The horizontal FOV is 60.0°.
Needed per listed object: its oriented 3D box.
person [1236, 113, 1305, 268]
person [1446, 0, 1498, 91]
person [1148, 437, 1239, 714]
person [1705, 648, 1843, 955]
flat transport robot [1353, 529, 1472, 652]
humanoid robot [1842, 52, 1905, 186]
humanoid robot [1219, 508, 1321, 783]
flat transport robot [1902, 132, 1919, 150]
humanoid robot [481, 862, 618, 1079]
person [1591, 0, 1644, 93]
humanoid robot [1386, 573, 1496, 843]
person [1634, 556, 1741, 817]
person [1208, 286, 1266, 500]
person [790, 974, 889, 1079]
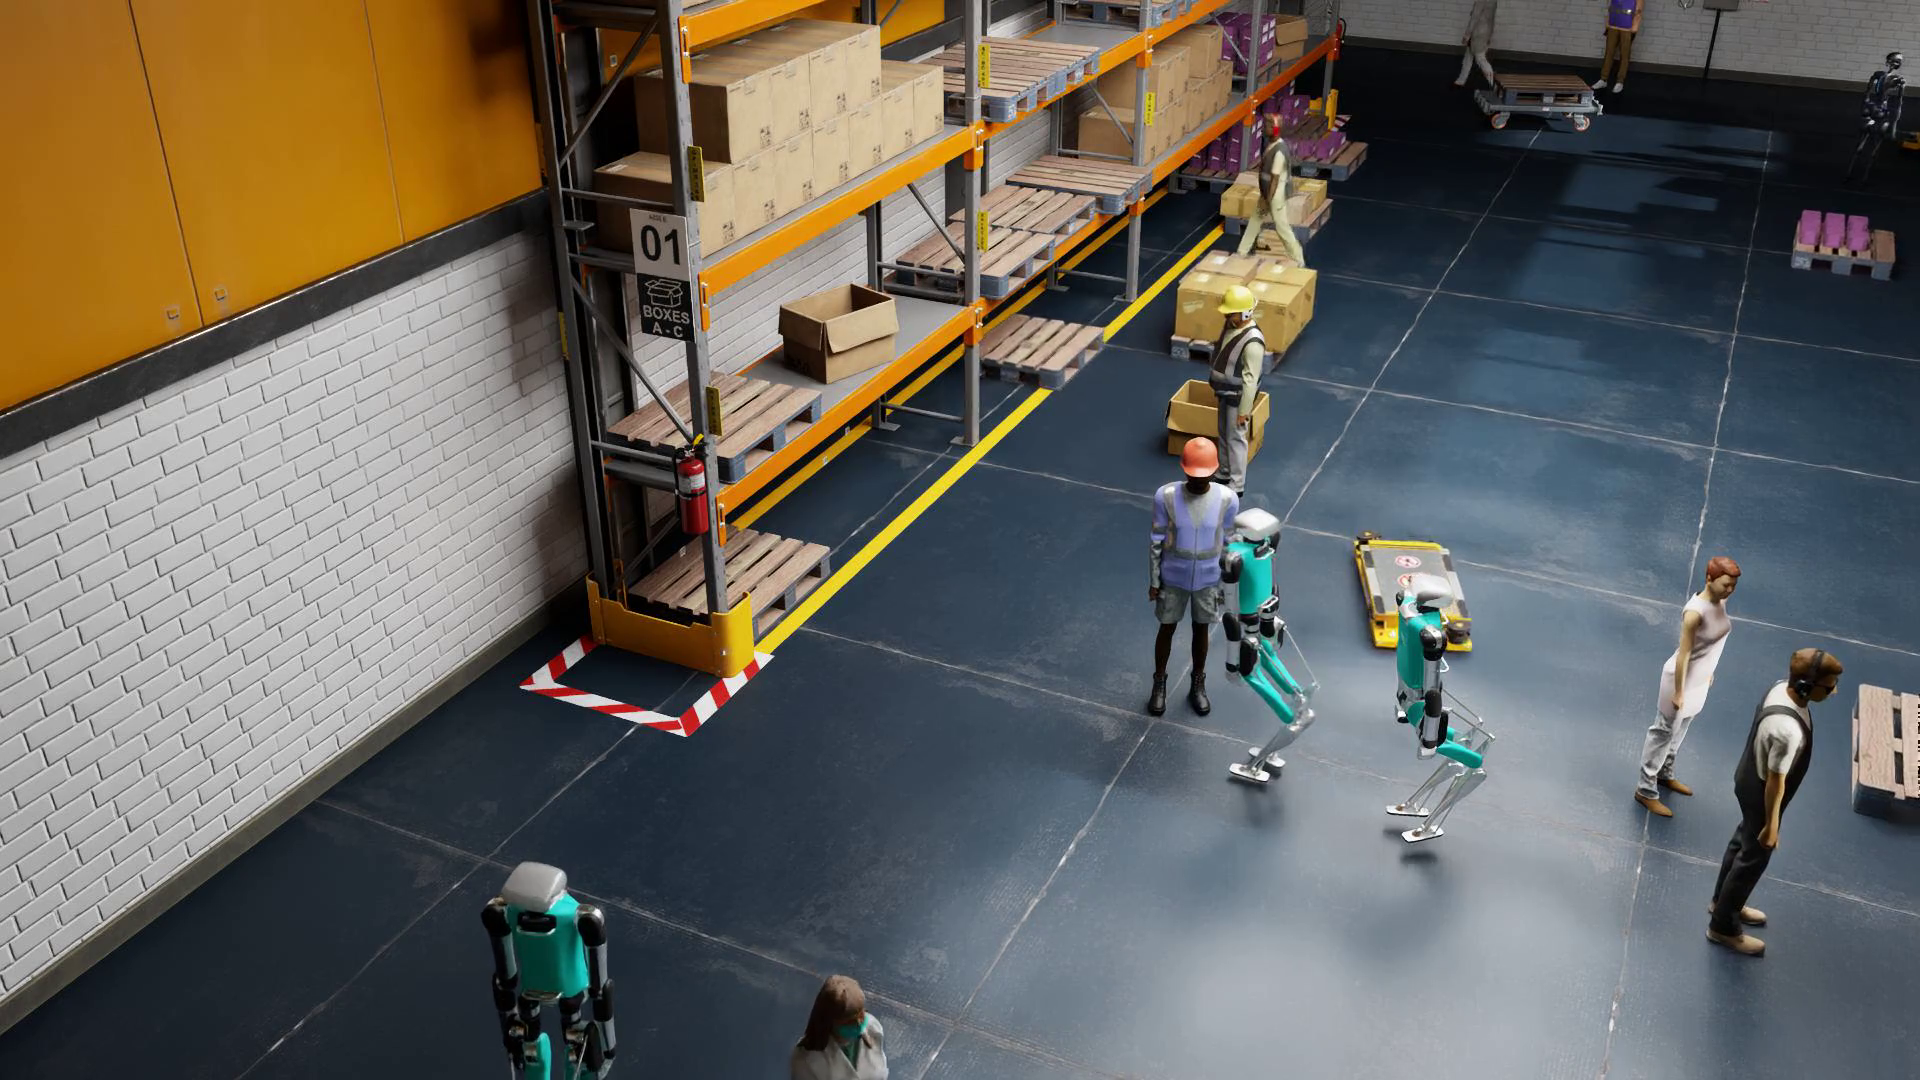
[{"bbox_3d":[3.360,-3.731,18.050,1.000,1.787,0.582,-2,28,-4],"label":"person"},{"bbox_3d":[8.029,-7.769,25.530,0.918,1.792,0.504,21,35,34],"label":"person"},{"bbox_3d":[1.462,0.234,10.539,0.542,1.938,0.353,0,28,1],"label":"person"},{"bbox_3d":[4.188,1.341,8.598,0.363,1.835,0.515,10,30,18],"label":"person"},{"bbox_3d":[3.268,0.357,12.066,0.659,0.231,1.431,3,28,5],"label":"flat transport robot"},{"bbox_3d":[11.690,-5.389,21.233,0.327,1.652,0.603,-11,30,-20],"label":"humanoid robot"},{"bbox_3d":[1.880,0.672,9.851,0.720,1.715,0.531,21,35,34],"label":"humanoid robot"},{"bbox_3d":[13.763,-5.397,22.735,1.431,0.231,0.659,22,35,35],"label":"flat transport robot"},{"bbox_3d":[-1.758,2.231,7.044,0.542,1.759,0.915,4,29,8],"label":"humanoid robot"},{"bbox_3d":[10.218,-7.909,25.646,0.421,1.929,0.535,-22,35,-34],"label":"person"},{"bbox_3d":[2.741,0.938,9.302,0.735,1.677,0.533,-2,28,-5],"label":"humanoid robot"},{"bbox_3d":[4.270,0.831,9.719,0.450,1.655,0.286,-25,37,-38],"label":"person"},{"bbox_3d":[2.184,-1.165,13.259,0.403,1.821,0.597,-5,29,-10],"label":"person"},{"bbox_3d":[-0.516,2.403,6.831,0.485,1.627,0.776,-17,33,-28],"label":"person"}]
